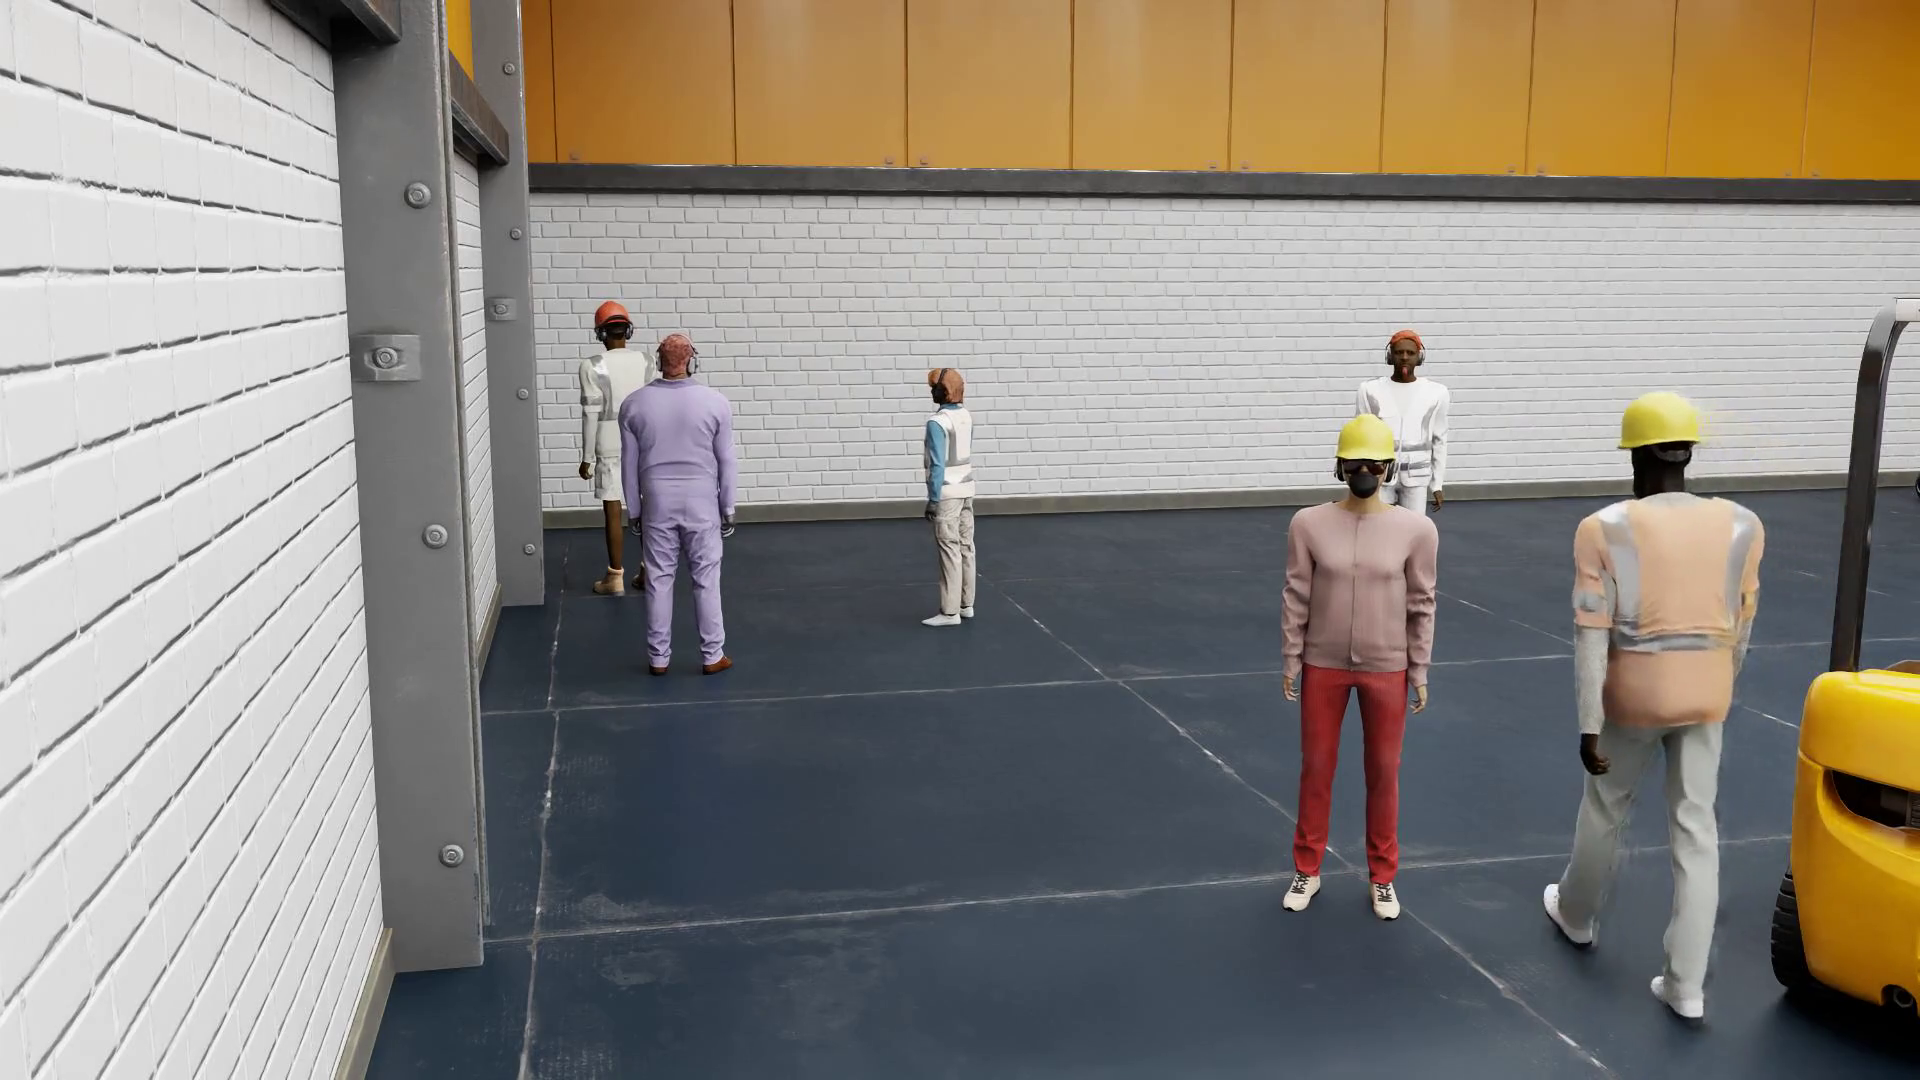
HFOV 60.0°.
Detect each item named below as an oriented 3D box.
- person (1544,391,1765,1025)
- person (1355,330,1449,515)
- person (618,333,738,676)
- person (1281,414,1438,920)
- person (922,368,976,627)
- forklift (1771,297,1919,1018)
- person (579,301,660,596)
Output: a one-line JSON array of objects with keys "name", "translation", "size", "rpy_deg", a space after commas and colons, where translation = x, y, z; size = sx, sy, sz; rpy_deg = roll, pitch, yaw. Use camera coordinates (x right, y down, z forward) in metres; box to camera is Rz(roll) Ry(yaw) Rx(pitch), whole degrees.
[{"name": "person", "translation": [2.174, 0.478, 5.252], "size": [0.598, 1.881, 0.937], "rpy_deg": [0, 9, 3]}, {"name": "person", "translation": [2.725, -0.360, 10.350], "size": [0.574, 1.885, 0.355], "rpy_deg": [2, 10, 12]}, {"name": "person", "translation": [-1.547, -0.189, 9.240], "size": [0.642, 1.908, 0.407], "rpy_deg": [0, 9, -1]}, {"name": "person", "translation": [1.382, 0.442, 5.808], "size": [0.525, 1.772, 0.309], "rpy_deg": [3, 10, 16]}, {"name": "person", "translation": [-0.067, -0.268, 10.525], "size": [0.314, 1.641, 0.515], "rpy_deg": [5, 10, 26]}, {"name": "forklift", "translation": [3.542, 0.334, 5.177], "size": [2.313, 2.155, 1.214], "rpy_deg": [-9, 13, -43]}, {"name": "person", "translation": [-2.365, -0.628, 11.528], "size": [0.605, 2.033, 0.392], "rpy_deg": [-8, 12, -39]}]
